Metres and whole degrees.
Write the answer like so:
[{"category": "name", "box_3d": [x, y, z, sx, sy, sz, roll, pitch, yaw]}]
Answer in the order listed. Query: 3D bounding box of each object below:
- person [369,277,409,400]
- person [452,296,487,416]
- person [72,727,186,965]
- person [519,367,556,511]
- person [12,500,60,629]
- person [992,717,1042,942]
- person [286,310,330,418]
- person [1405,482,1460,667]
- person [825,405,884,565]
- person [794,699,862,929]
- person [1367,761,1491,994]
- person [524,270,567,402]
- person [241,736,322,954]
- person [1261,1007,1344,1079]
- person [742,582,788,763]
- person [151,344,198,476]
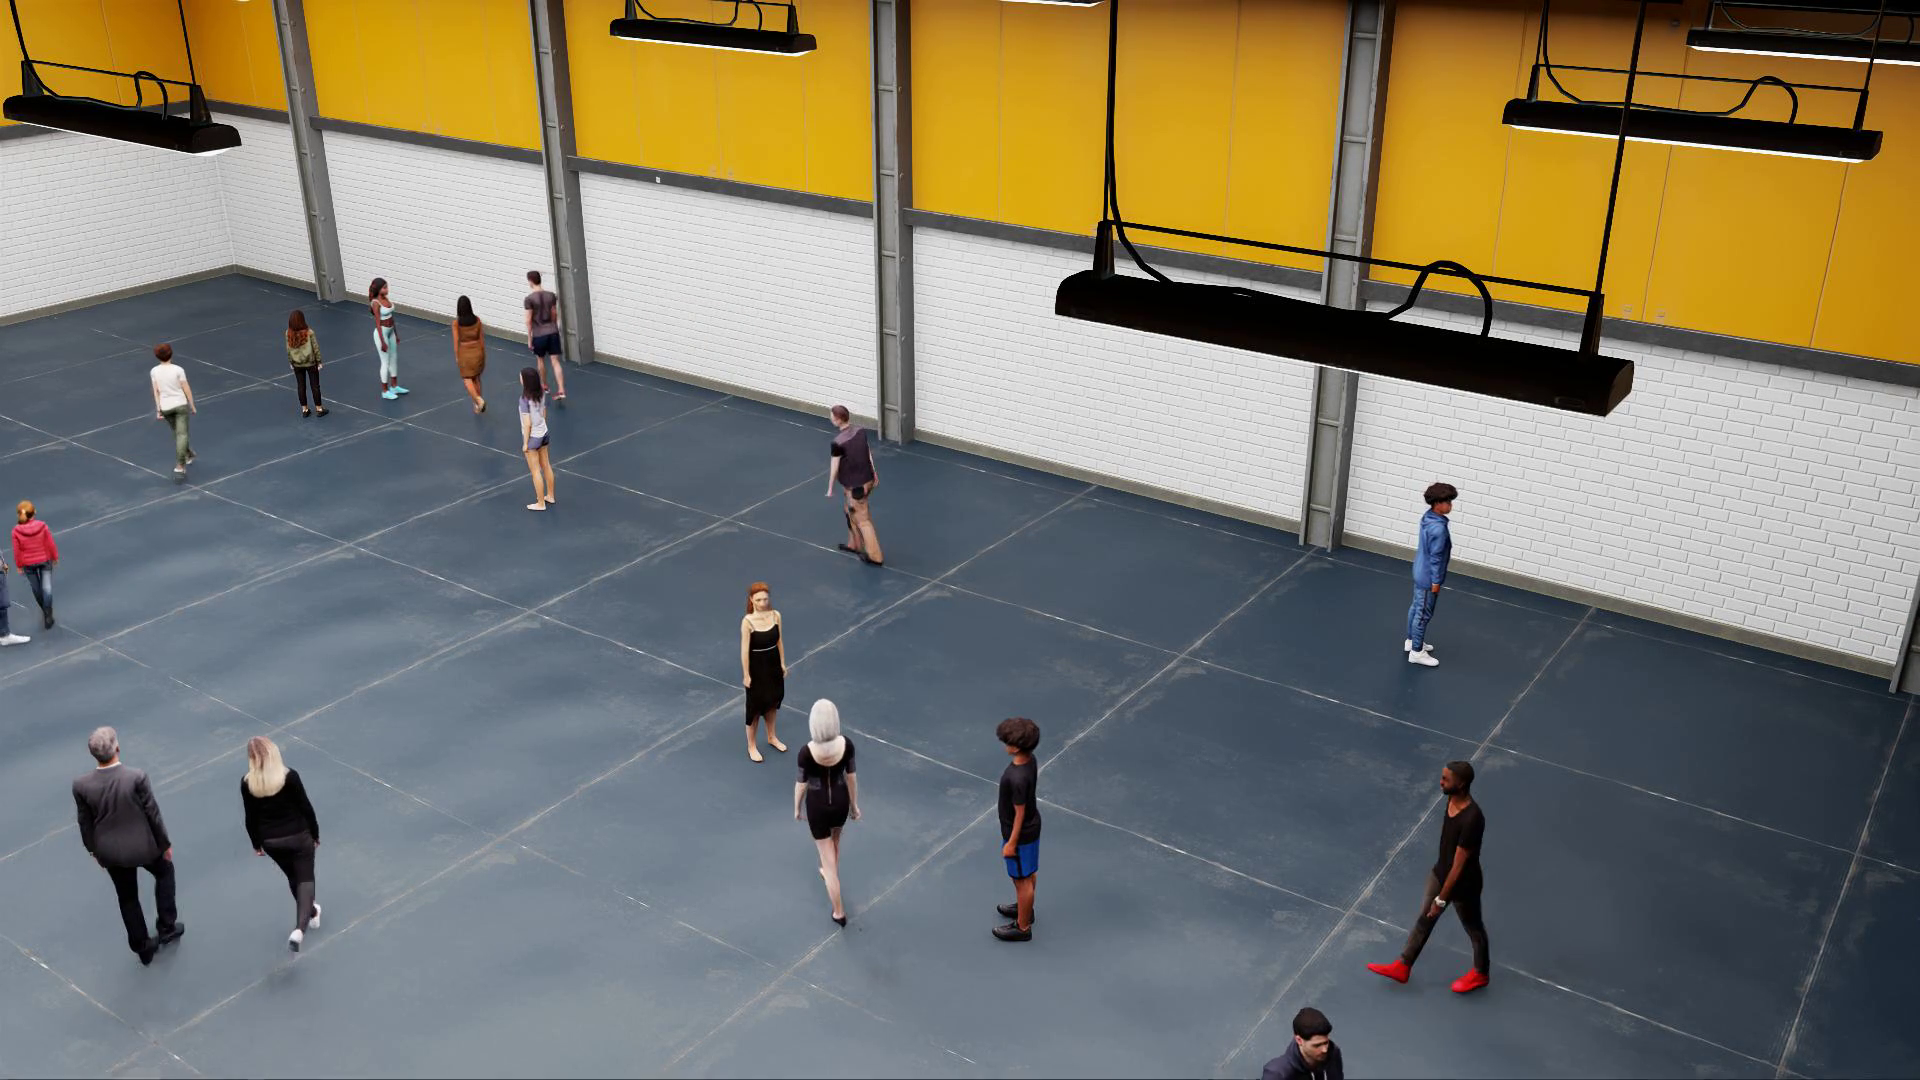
[{"category": "person", "box_3d": [-8.025, -2.827, 23.227, 0.646, 1.719, 0.647, 4, 24, 9]}, {"category": "person", "box_3d": [-6.557, -2.433, 22.388, 0.736, 1.668, 0.915, -16, 28, -32]}, {"category": "person", "box_3d": [-5.826, 2.182, 11.639, 0.883, 1.822, 0.937, -5, 24, -11]}, {"category": "person", "box_3d": [-4.973, -1.202, 19.490, 0.604, 1.734, 0.639, 8, 25, 17]}, {"category": "person", "box_3d": [-9.264, 0.262, 16.694, 0.787, 1.291, 0.932, -10, 26, -22]}, {"category": "person", "box_3d": [0.444, 2.063, 11.949, 0.690, 1.792, 0.687, 5, 24, 11]}, {"category": "person", "box_3d": [-8.882, -2.397, 22.546, 0.624, 1.475, 0.711, -1, 24, -3]}, {"category": "person", "box_3d": [4.506, 0.302, 15.961, 0.739, 1.805, 0.757, 2, 24, 6]}, {"category": "person", "box_3d": [-1.049, -0.581, 18.004, 0.869, 1.786, 0.718, 18, 29, 35]}, {"category": "person", "box_3d": [-0.919, 2.014, 12.041, 0.906, 1.807, 1.072, -11, 26, -23]}, {"category": "person", "box_3d": [3.503, 2.331, 11.370, 1.184, 1.763, 1.105, -4, 24, -10]}, {"category": "person", "box_3d": [-5.686, -2.781, 23.008, 0.937, 1.809, 1.257, -16, 28, -31]}, {"category": "person", "box_3d": [-4.801, 2.200, 11.809, 1.024, 1.652, 1.081, -3, 24, -7]}, {"category": "person", "box_3d": [1.805, 3.268, 9.092, 0.926, 1.871, 1.092, -13, 27, -27]}, {"category": "person", "box_3d": [-1.696, 1.107, 14.344, 0.641, 1.624, 0.645, -18, 29, -35]}, {"category": "person", "box_3d": [-9.686, -1.579, 20.494, 1.068, 1.620, 1.115, -4, 24, -8]}]
